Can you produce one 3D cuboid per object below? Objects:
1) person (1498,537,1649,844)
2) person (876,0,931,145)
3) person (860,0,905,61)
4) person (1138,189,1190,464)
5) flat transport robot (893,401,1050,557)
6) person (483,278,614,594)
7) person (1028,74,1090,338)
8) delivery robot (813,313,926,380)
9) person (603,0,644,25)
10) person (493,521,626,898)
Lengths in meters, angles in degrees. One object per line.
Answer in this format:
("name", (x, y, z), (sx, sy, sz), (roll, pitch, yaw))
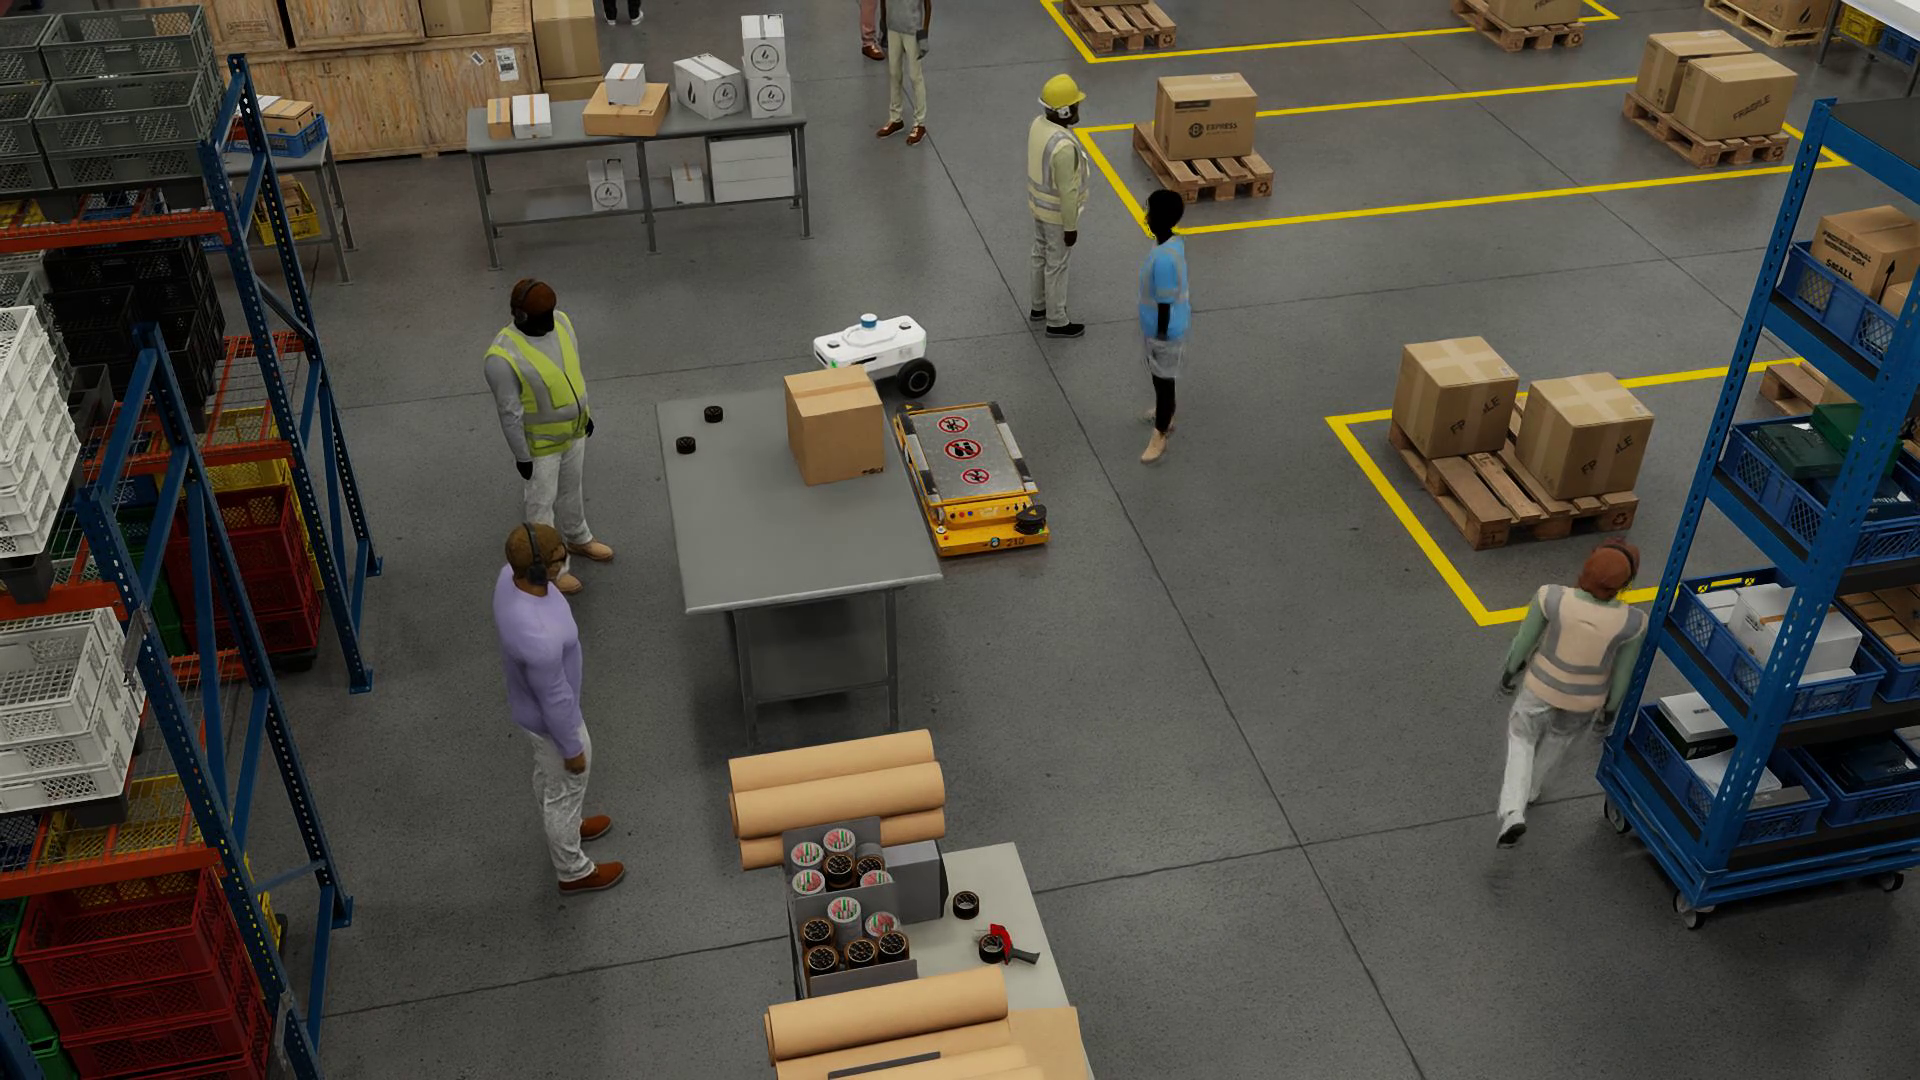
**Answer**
("person", (2.710, 0.695, 7.472), (0.528, 1.599, 0.629), (13, 38, 16))
("person", (-0.478, -4.256, 13.921), (0.509, 1.872, 0.328), (21, 41, 25))
("person", (-0.718, -5.491, 15.551), (0.405, 1.905, 0.661), (29, 45, 33))
("person", (1.228, -1.285, 10.101), (0.317, 1.663, 0.622), (4, 37, 6))
("flat transport robot", (0.046, -0.430, 10.108), (0.652, 0.197, 1.431), (-8, 37, -10))
("person", (-2.205, -0.578, 9.007), (0.429, 1.838, 0.622), (16, 39, 20))
("person", (0.664, -2.255, 11.258), (0.403, 1.837, 0.591), (-12, 38, -16))
("delivery robot", (-0.590, -1.250, 10.898), (0.707, 0.478, 0.477), (-17, 40, -22))
("person", (-3.374, -6.001, 16.239), (0.593, 1.908, 0.407), (-6, 37, -7))
("person", (-1.750, 0.729, 7.172), (0.358, 1.932, 0.629), (-14, 39, -18))
